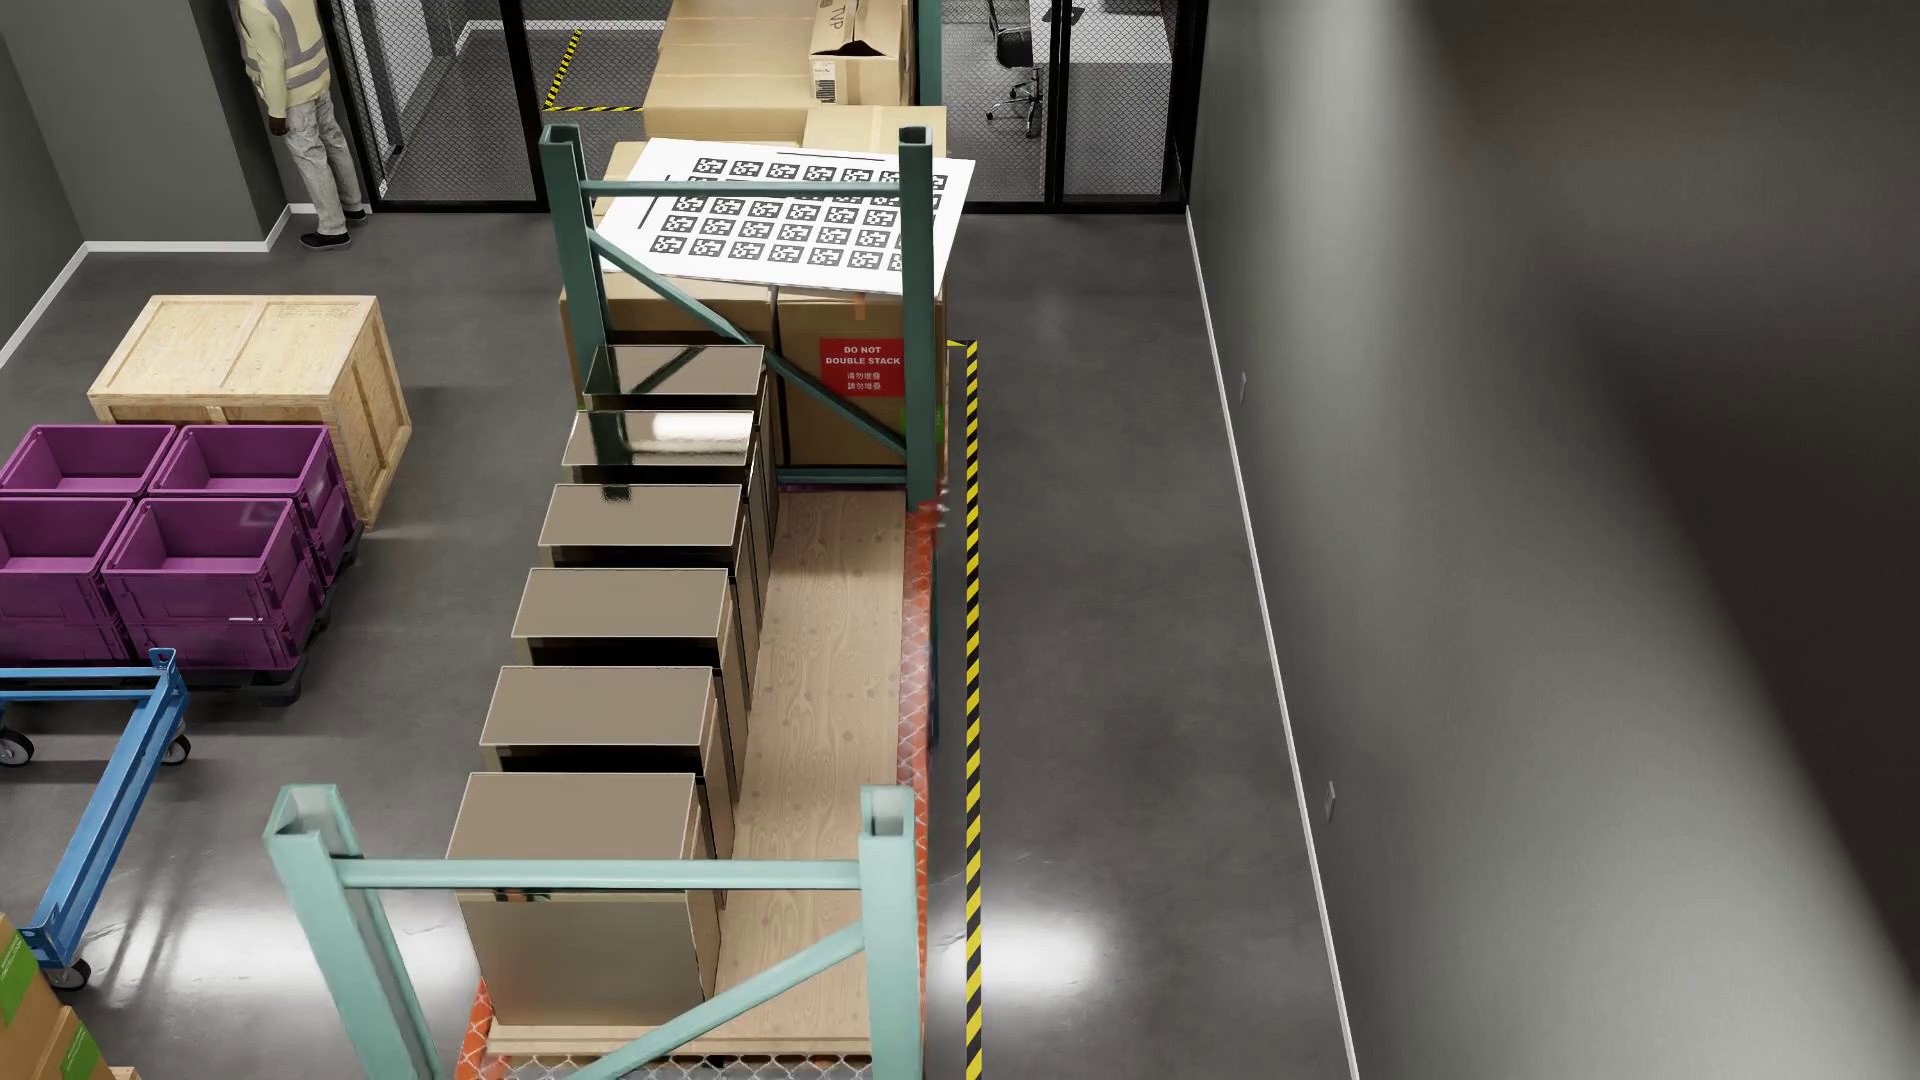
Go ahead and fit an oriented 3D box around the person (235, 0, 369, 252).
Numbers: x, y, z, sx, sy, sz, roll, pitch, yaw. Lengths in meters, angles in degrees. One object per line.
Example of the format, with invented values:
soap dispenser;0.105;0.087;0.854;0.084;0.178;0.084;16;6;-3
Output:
person;-3.492;-2.389;8.697;0.404;1.829;0.600;5;41;6
